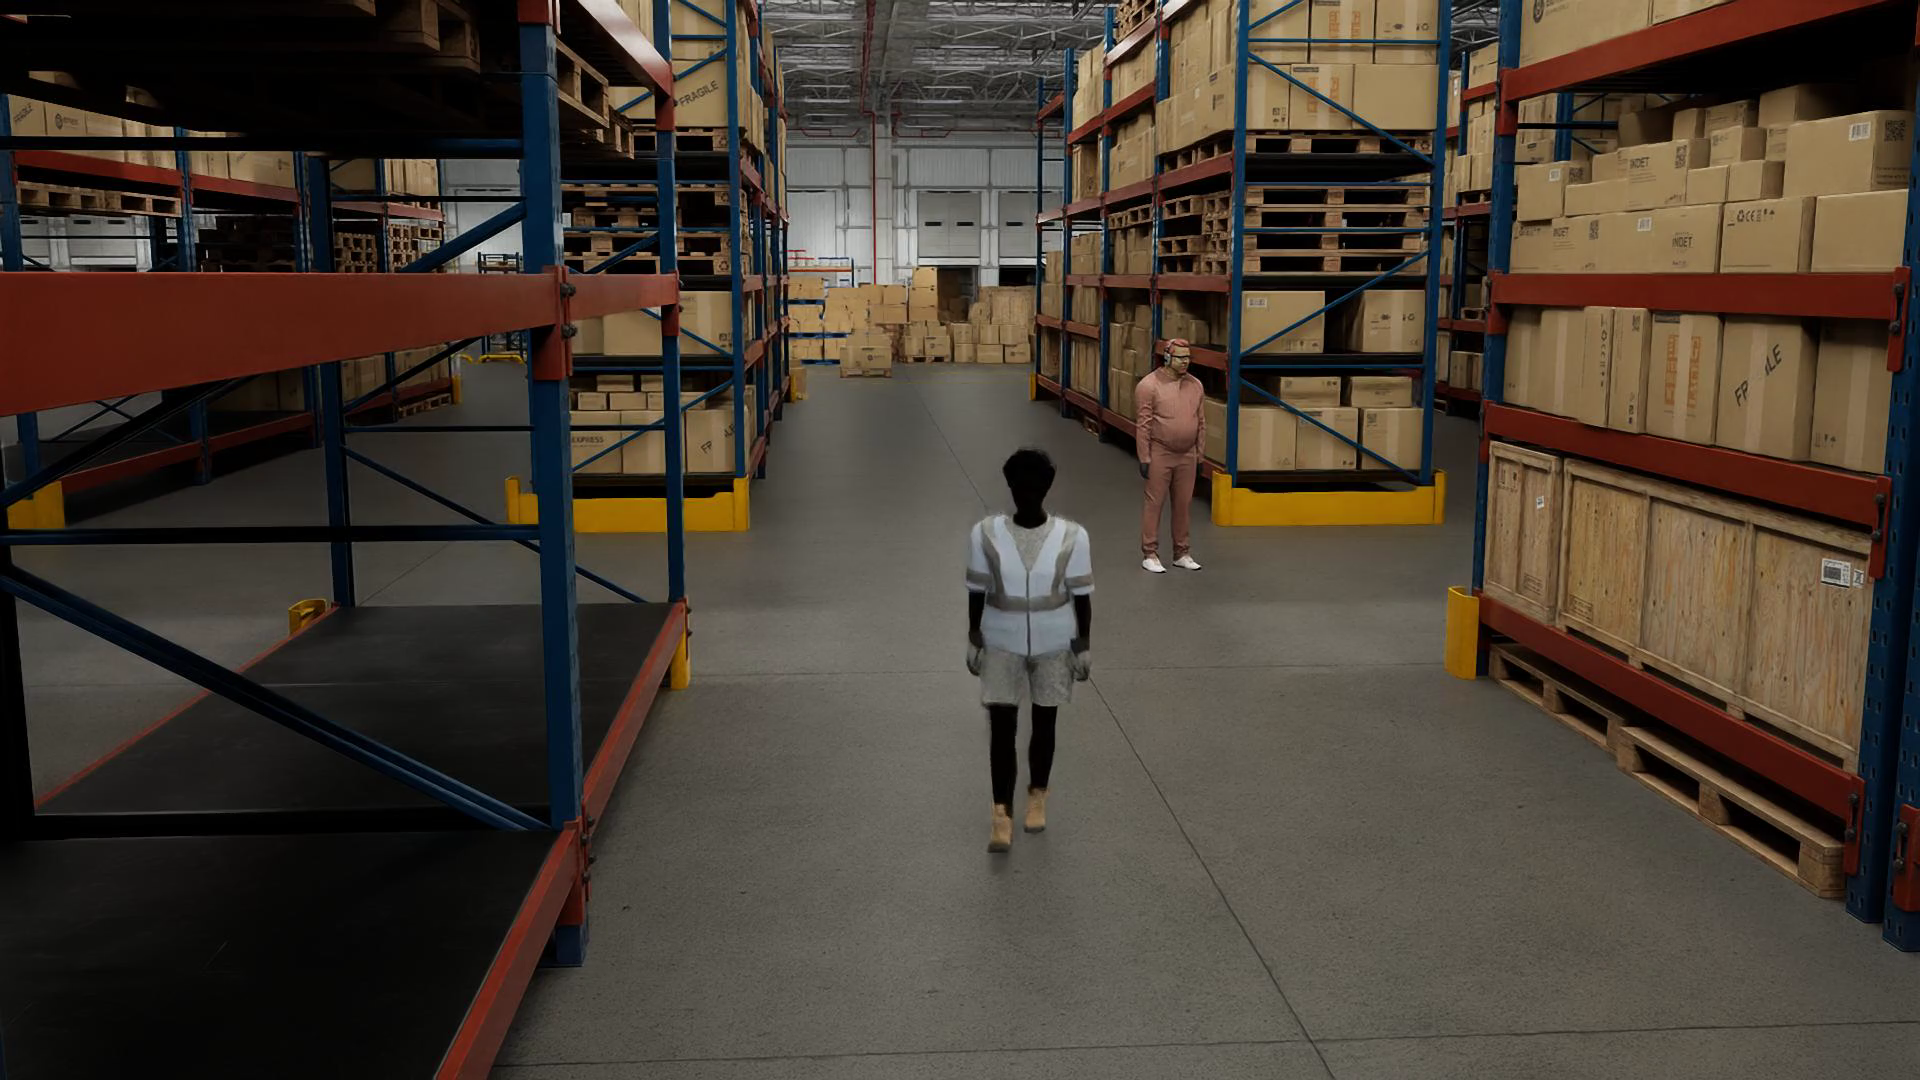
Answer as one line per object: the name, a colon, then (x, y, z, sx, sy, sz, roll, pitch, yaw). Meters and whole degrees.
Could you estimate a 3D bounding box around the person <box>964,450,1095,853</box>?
person: (0.288, 0.472, 6.930, 0.553, 1.663, 0.769, 0, 9, 2)

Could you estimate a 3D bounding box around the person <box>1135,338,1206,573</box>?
person: (1.728, -0.681, 13.496, 0.642, 1.900, 0.400, -4, 10, -25)

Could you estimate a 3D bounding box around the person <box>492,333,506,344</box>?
person: (-16.091, -7.743, 57.940, 0.669, 1.870, 0.848, -8, 12, -40)

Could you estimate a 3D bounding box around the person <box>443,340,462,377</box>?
person: (-11.418, -4.445, 37.286, 0.591, 1.836, 0.948, -4, 10, -23)

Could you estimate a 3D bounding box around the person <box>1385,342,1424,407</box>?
person: (6.568, -2.405, 24.529, 0.660, 1.825, 0.591, 0, 9, 2)
